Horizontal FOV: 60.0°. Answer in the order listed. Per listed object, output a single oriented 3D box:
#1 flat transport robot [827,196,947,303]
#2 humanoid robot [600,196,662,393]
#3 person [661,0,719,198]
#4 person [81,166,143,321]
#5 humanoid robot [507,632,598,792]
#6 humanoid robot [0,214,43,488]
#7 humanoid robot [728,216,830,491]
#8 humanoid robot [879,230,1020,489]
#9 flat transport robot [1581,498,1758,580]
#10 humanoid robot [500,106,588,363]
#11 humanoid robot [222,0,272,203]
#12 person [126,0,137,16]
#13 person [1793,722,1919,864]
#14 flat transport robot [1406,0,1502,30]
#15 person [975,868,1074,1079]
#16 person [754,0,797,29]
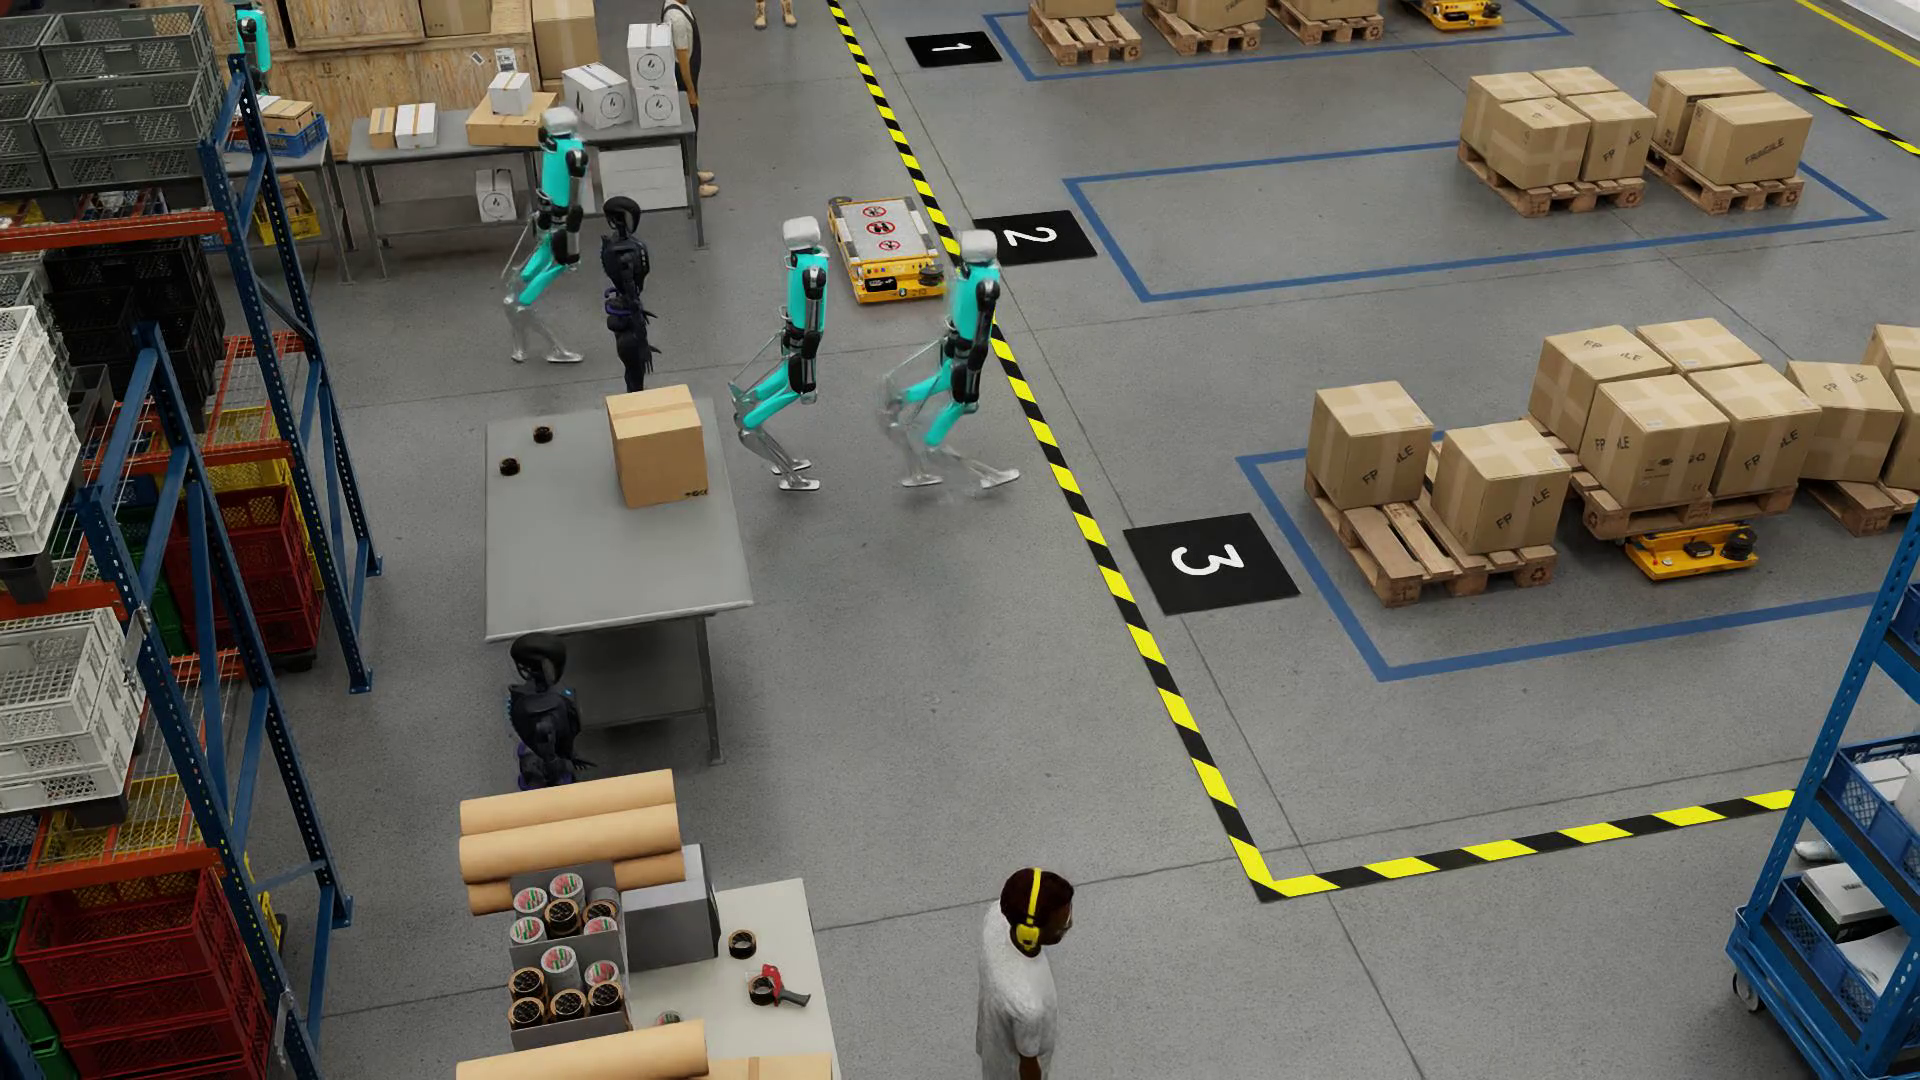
[{"bbox_3d":[-0.570,-2.220,12.538,0.659,0.231,1.431,-8,37,-10],"label":"flat transport robot"},{"bbox_3d":[-1.994,-1.323,10.141,0.315,1.655,0.599,-8,37,-10],"label":"humanoid robot"},{"bbox_3d":[-2.153,-3.621,13.100,0.328,1.842,0.508,-7,37,-10],"label":"person"},{"bbox_3d":[-5.740,-2.266,11.259,0.312,1.869,0.524,-7,37,-10],"label":"person"},{"bbox_3d":[-1.674,1.042,6.962,0.315,1.655,0.599,-8,37,-10],"label":"humanoid robot"},{"bbox_3d":[-5.634,-0.975,9.640,0.815,1.771,0.567,-18,40,-22],"label":"humanoid robot"},{"bbox_3d":[-1.089,-1.042,9.611,0.735,1.677,0.533,-8,37,-10],"label":"humanoid robot"},{"bbox_3d":[-0.116,-0.953,9.592,0.953,1.735,0.549,-8,37,-10],"label":"humanoid robot"},{"bbox_3d":[4.062,-0.294,9.926,0.652,0.197,1.431,-8,37,-10],"label":"flat transport robot"},{"bbox_3d":[-2.816,-1.899,10.875,0.877,1.771,0.581,-23,43,-28],"label":"humanoid robot"},{"bbox_3d":[-5.572,-3.409,12.794,0.735,1.676,0.533,-8,37,-10],"label":"humanoid robot"},{"bbox_3d":[-7.195,-4.947,14.922,0.637,1.803,0.512,-19,41,-24],"label":"person"},{"bbox_3d":[4.358,0.823,7.175,0.946,1.791,0.597,-6,37,-8],"label":"person"},{"bbox_3d":[4.926,-5.583,17.035,0.652,0.197,1.431,-8,37,-10],"label":"flat transport robot"},{"bbox_3d":[0.212,1.811,5.782,0.312,1.865,0.524,-7,37,-10],"label":"person"},{"bbox_3d":[-1.831,-5.991,16.123,0.611,2.039,0.390,-7,37,-10],"label":"person"}]
